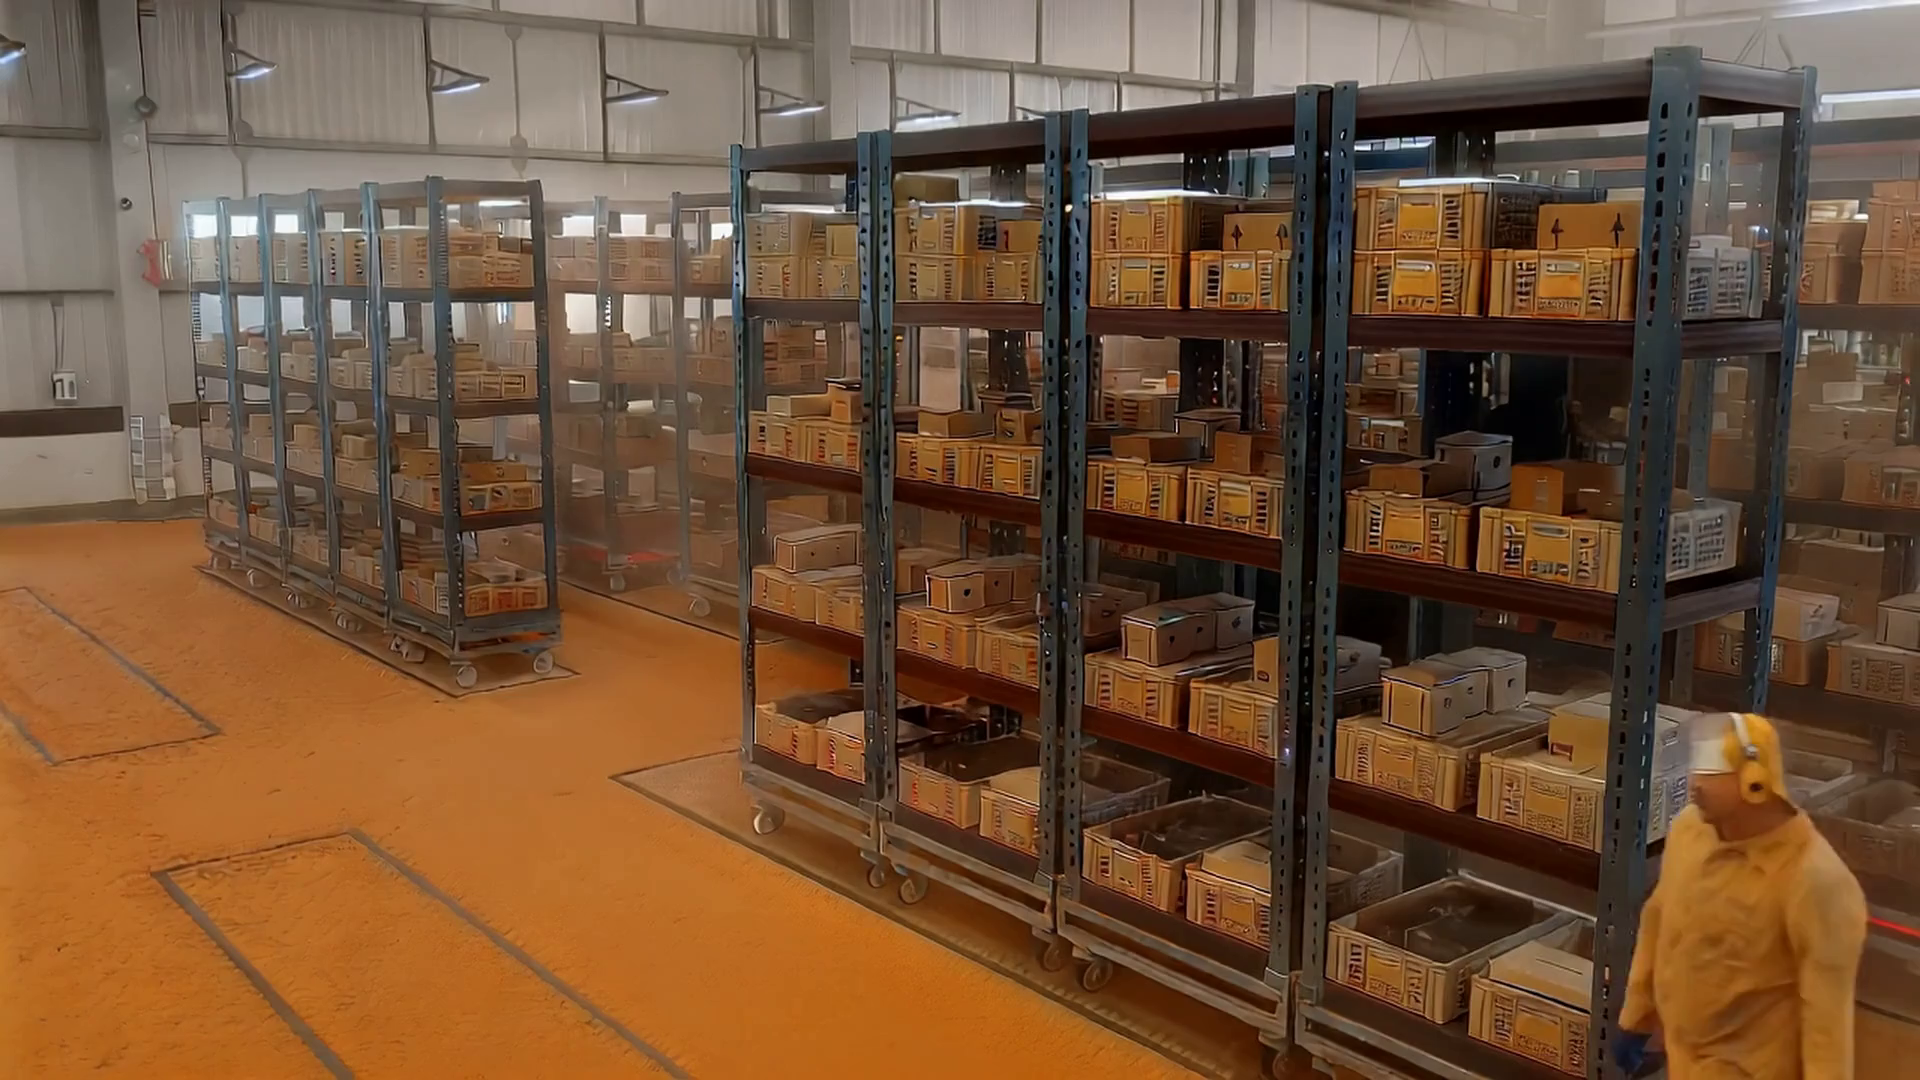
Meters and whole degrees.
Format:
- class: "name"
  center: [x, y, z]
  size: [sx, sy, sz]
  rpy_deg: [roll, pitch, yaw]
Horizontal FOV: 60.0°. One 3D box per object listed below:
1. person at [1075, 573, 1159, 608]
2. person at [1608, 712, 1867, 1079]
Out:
- class: "person"
  center: [1.244, -0.298, 14.180]
  size: [0.999, 1.954, 0.628]
  rpy_deg: [1, 9, 6]
- class: "person"
  center: [2.114, 1.359, 4.456]
  size: [0.878, 1.866, 0.642]
  rpy_deg: [-1, 10, -8]
